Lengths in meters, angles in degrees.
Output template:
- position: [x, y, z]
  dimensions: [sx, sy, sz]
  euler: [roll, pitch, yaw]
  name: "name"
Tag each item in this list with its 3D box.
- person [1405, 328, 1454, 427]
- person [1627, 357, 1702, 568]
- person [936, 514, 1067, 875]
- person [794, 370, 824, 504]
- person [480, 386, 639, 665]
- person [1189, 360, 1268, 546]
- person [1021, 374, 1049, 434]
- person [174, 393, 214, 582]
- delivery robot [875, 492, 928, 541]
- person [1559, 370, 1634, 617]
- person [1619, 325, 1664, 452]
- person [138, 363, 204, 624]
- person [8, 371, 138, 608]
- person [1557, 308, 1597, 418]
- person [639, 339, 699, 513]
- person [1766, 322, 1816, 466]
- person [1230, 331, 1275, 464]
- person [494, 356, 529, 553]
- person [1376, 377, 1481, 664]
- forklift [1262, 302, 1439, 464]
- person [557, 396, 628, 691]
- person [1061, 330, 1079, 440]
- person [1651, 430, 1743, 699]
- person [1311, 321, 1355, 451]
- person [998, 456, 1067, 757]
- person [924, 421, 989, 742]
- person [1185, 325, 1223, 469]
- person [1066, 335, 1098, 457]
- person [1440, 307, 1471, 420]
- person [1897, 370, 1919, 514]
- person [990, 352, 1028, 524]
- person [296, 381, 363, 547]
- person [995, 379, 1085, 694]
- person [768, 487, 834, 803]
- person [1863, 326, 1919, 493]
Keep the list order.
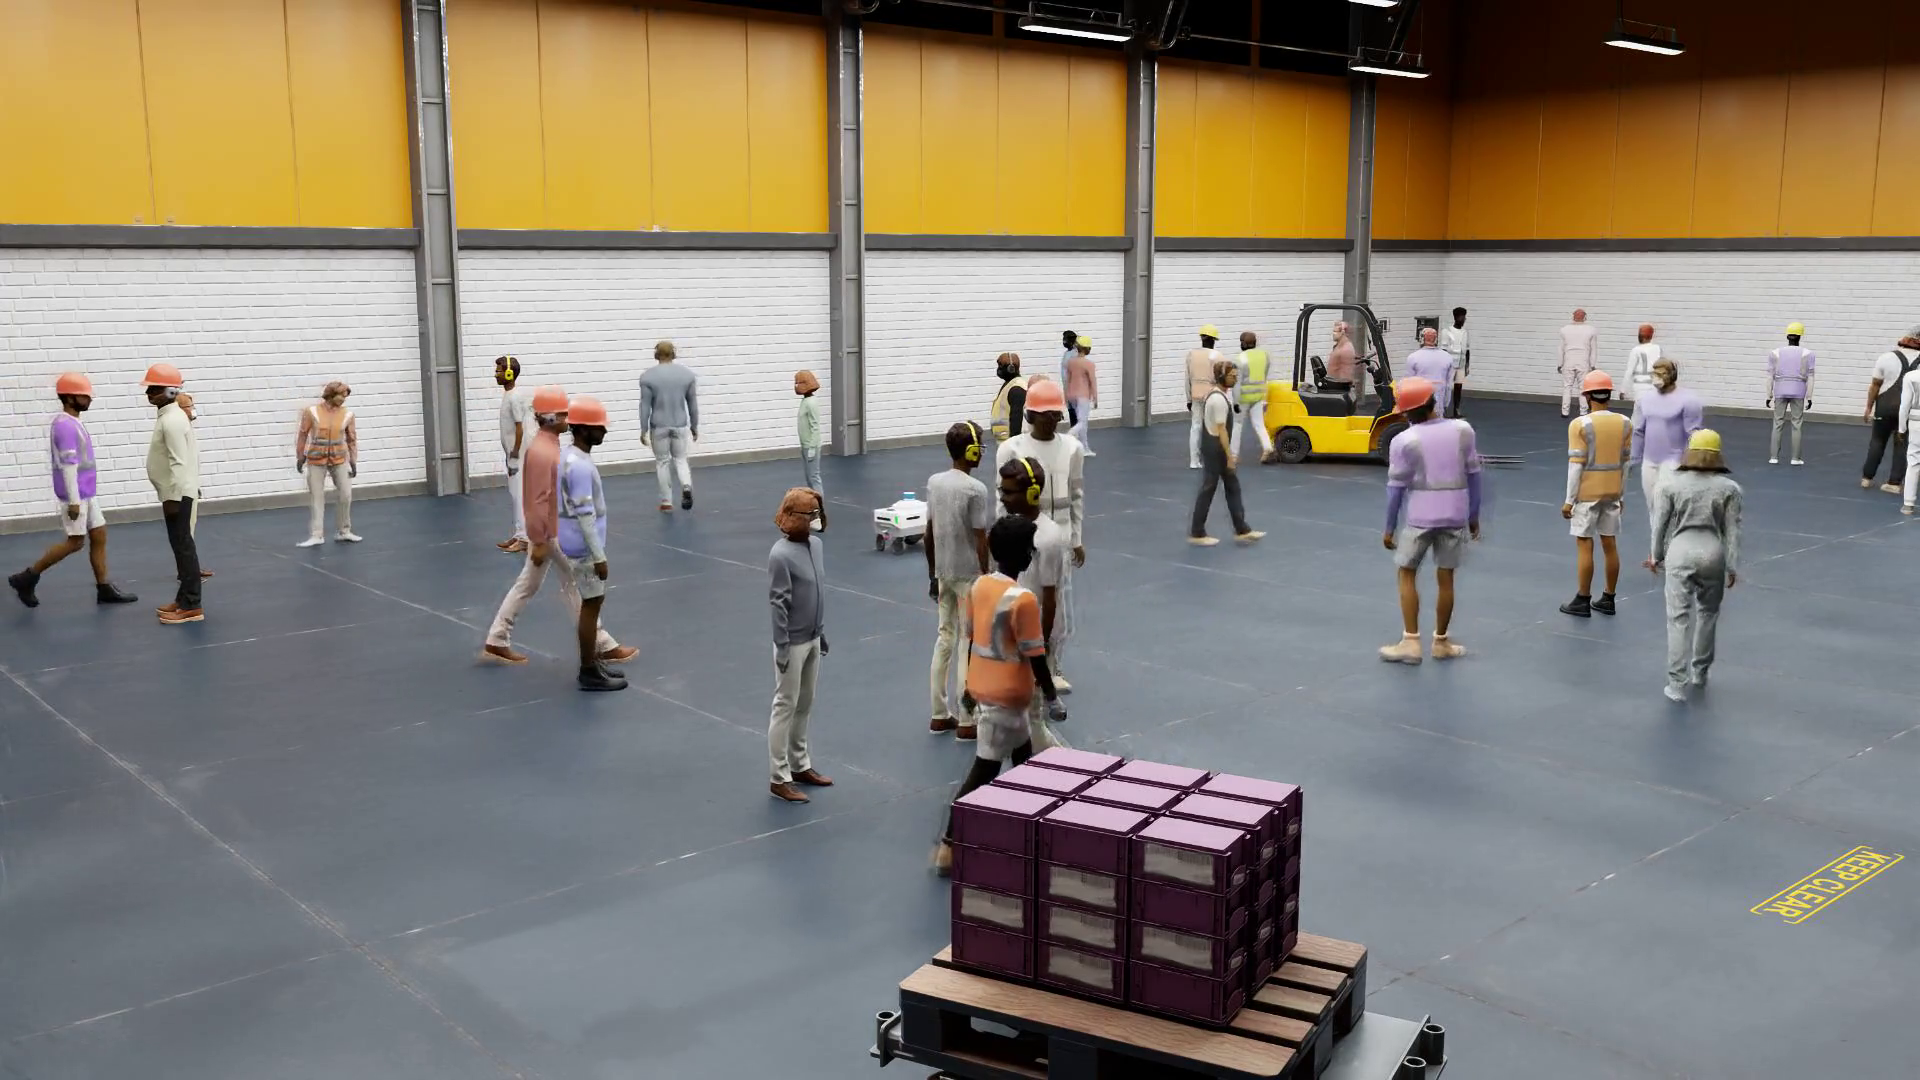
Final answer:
- position: [5.973, -1.765, 21.337]
  dimensions: [0.650, 1.901, 0.401]
  euler: [-2, 10, -11]
  name: "person"
- position: [6.309, -0.680, 14.927]
  dimensions: [0.457, 1.925, 0.636]
  euler: [-5, 11, -27]
  name: "person"
- position: [0.235, 0.698, 7.618]
  dimensions: [0.833, 1.651, 0.534]
  euler: [-3, 10, -19]
  name: "person"
- position: [-1.581, -0.954, 17.362]
  dimensions: [0.284, 1.631, 0.502]
  euler: [-2, 10, -14]
  name: "person"
- position: [-2.814, -0.083, 11.387]
  dimensions: [1.062, 1.947, 0.607]
  euler: [-3, 10, -16]
  name: "person"
- position: [2.622, -0.819, 16.034]
  dimensions: [0.857, 1.812, 0.550]
  euler: [2, 10, 10]
  name: "person"
- position: [0.761, -0.842, 16.696]
  dimensions: [0.310, 1.636, 0.523]
  euler: [-2, 10, -11]
  name: "person"
- position: [-6.702, -0.453, 14.419]
  dimensions: [0.285, 1.635, 0.497]
  euler: [-2, 10, -11]
  name: "person"
- position: [-0.485, -0.212, 15.898]
  dimensions: [0.477, 0.478, 0.707]
  euler: [9, 13, 41]
  name: "delivery robot"
- position: [4.955, -0.358, 13.014]
  dimensions: [0.546, 1.927, 0.385]
  euler: [-3, 10, -15]
  name: "person"
- position: [9.809, -2.178, 23.955]
  dimensions: [0.600, 1.830, 0.977]
  euler: [-4, 11, -25]
  name: "person"
- position: [-6.070, -0.361, 12.830]
  dimensions: [0.376, 1.995, 0.622]
  euler: [-5, 11, -26]
  name: "person"
- position: [-7.132, -0.386, 13.254]
  dimensions: [0.827, 1.914, 0.553]
  euler: [-4, 10, -22]
  name: "person"
- position: [10.726, -3.066, 28.927]
  dimensions: [0.643, 1.908, 0.399]
  euler: [4, 11, 24]
  name: "person"
- position: [-3.152, -1.223, 18.113]
  dimensions: [0.656, 1.920, 0.571]
  euler: [-5, 11, -26]
  name: "person"
- position: [11.179, -1.963, 22.410]
  dimensions: [0.585, 1.928, 0.368]
  euler: [6, 11, 32]
  name: "person"
- position: [3.933, -1.927, 22.539]
  dimensions: [0.627, 1.810, 0.809]
  euler: [-5, 11, -26]
  name: "person"
- position: [-4.272, -0.814, 15.854]
  dimensions: [0.328, 1.872, 0.515]
  euler: [-4, 10, -20]
  name: "person"
- position: [3.256, -0.124, 11.489]
  dimensions: [0.719, 1.990, 0.411]
  euler: [-1, 10, -4]
  name: "person"
- position: [5.320, -2.157, 22.763]
  dimensions: [2.313, 2.155, 1.214]
  euler: [3, 10, 16]
  name: "forklift"
- position: [-2.392, 0.030, 10.748]
  dimensions: [0.404, 1.928, 0.582]
  euler: [-3, 10, -15]
  name: "person"
- position: [1.702, -2.362, 25.446]
  dimensions: [0.321, 1.691, 0.537]
  euler: [-2, 10, -13]
  name: "person"
- position: [4.736, 0.140, 10.731]
  dimensions: [0.515, 1.691, 0.826]
  euler: [4, 11, 23]
  name: "person"
- position: [5.468, -2.205, 23.935]
  dimensions: [0.727, 1.887, 0.682]
  euler: [1, 10, 9]
  name: "person"
- position: [0.360, 0.494, 8.276]
  dimensions: [0.414, 1.837, 0.553]
  euler: [-3, 10, -16]
  name: "person"
- position: [0.006, 0.238, 9.706]
  dimensions: [0.309, 1.864, 0.534]
  euler: [-9, 13, -41]
  name: "person"
- position: [3.237, -1.872, 21.908]
  dimensions: [0.585, 1.916, 0.389]
  euler: [9, 13, 42]
  name: "person"
- position: [1.633, -1.979, 23.082]
  dimensions: [0.781, 1.737, 0.525]
  euler: [-8, 13, -40]
  name: "person"
- position: [8.473, -3.007, 28.458]
  dimensions: [0.600, 1.958, 0.383]
  euler: [-4, 10, -20]
  name: "person"
- position: [10.538, -1.204, 18.093]
  dimensions: [0.585, 1.882, 0.340]
  euler: [5, 11, 28]
  name: "person"
- position: [0.525, -1.018, 17.170]
  dimensions: [0.430, 1.835, 0.622]
  euler: [-1, 10, -7]
  name: "person"
- position: [-6.176, -0.734, 16.159]
  dimensions: [0.617, 1.609, 0.328]
  euler: [-6, 11, -32]
  name: "person"
- position: [0.529, -0.004, 10.606]
  dimensions: [0.614, 2.041, 0.390]
  euler: [-4, 11, -23]
  name: "person"
- position: [-0.832, 0.531, 8.665]
  dimensions: [0.269, 1.632, 0.505]
  euler: [4, 10, 21]
  name: "person"
- position: [11.264, -1.603, 19.967]
  dimensions: [0.767, 2.000, 0.800]
  euler: [4, 10, 22]
  name: "person"
